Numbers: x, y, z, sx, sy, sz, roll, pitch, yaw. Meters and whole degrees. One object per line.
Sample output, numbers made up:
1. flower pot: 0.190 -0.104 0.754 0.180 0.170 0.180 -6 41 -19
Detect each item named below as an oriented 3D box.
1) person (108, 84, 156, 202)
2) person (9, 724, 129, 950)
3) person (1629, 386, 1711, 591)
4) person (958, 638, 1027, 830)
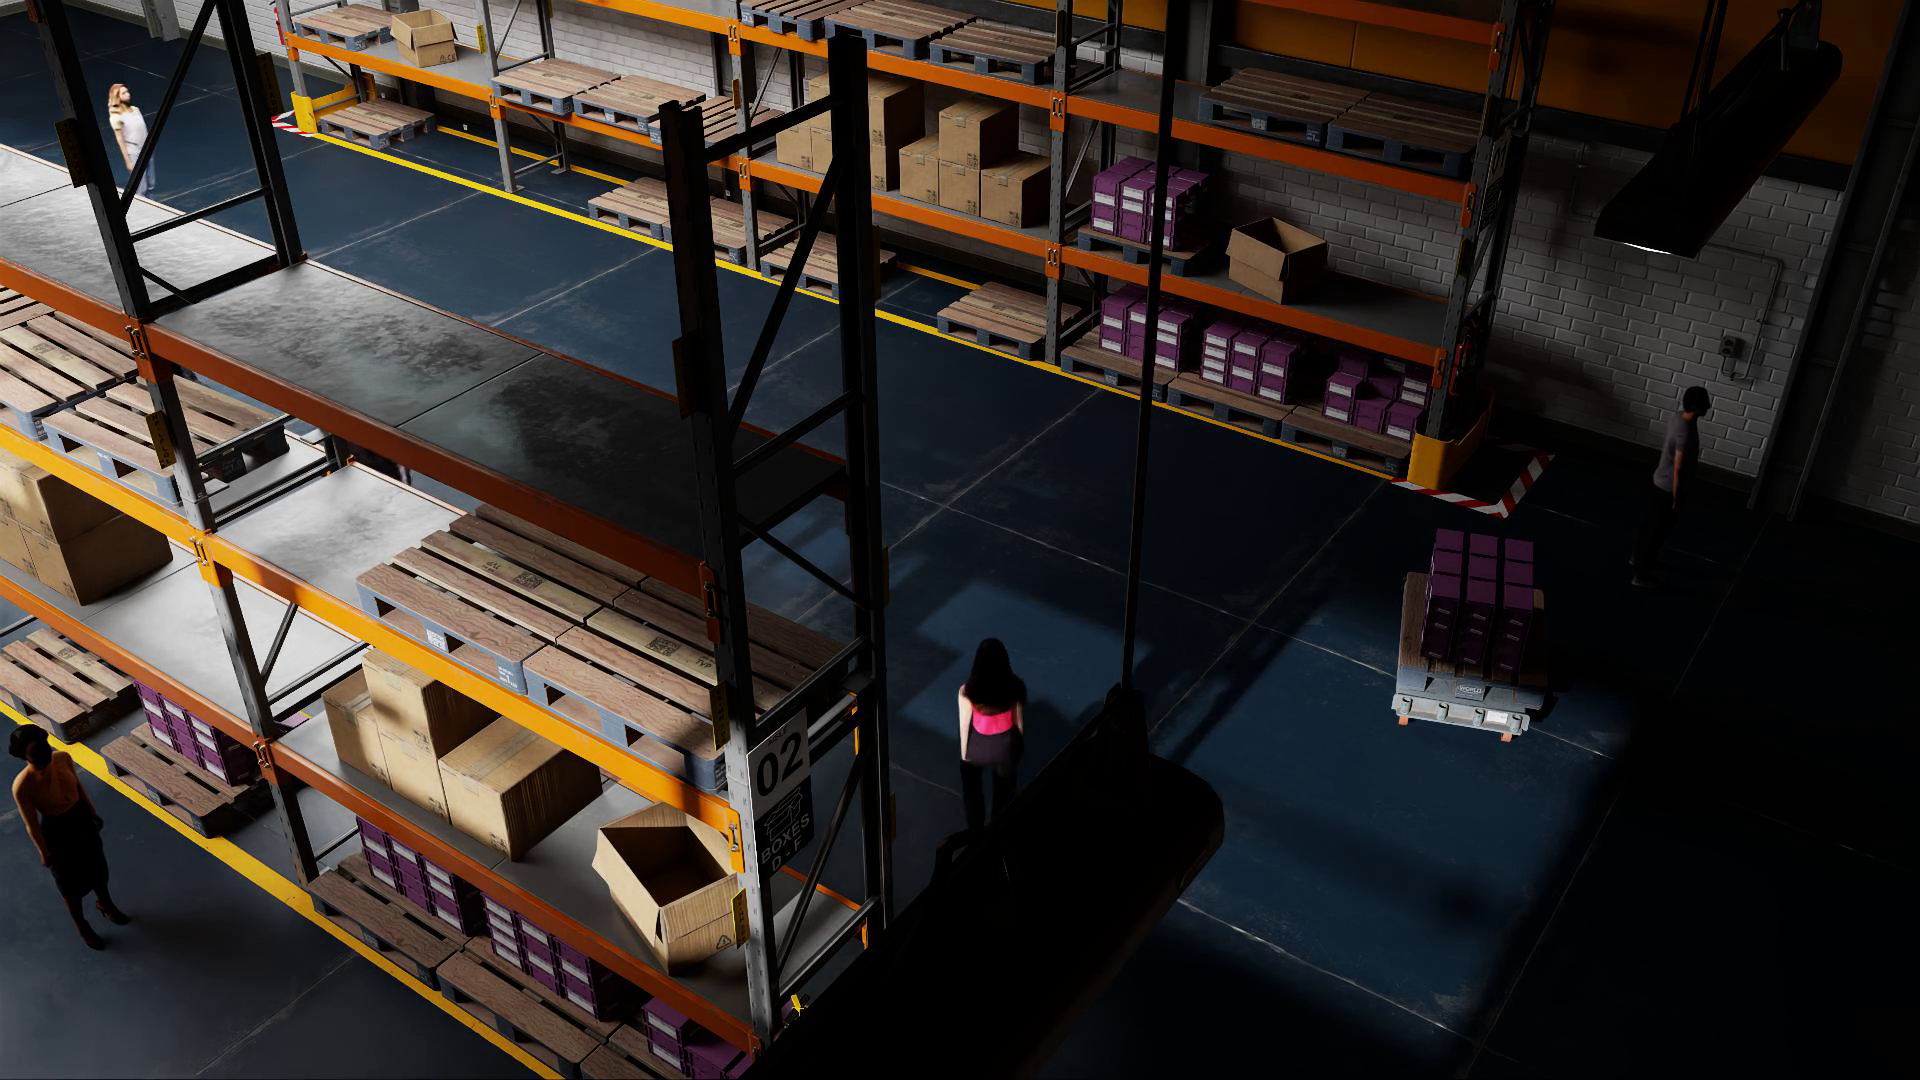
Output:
1. person: -9.604 -4.474 19.405 0.700 1.723 0.708 5 34 7
2. person: -5.396 1.776 10.064 0.608 1.653 0.633 12 35 17
3. person: 5.682 -0.443 13.315 0.645 1.750 0.685 9 35 14
4. person: 0.226 1.375 10.669 0.761 1.651 0.820 -3 34 -4
